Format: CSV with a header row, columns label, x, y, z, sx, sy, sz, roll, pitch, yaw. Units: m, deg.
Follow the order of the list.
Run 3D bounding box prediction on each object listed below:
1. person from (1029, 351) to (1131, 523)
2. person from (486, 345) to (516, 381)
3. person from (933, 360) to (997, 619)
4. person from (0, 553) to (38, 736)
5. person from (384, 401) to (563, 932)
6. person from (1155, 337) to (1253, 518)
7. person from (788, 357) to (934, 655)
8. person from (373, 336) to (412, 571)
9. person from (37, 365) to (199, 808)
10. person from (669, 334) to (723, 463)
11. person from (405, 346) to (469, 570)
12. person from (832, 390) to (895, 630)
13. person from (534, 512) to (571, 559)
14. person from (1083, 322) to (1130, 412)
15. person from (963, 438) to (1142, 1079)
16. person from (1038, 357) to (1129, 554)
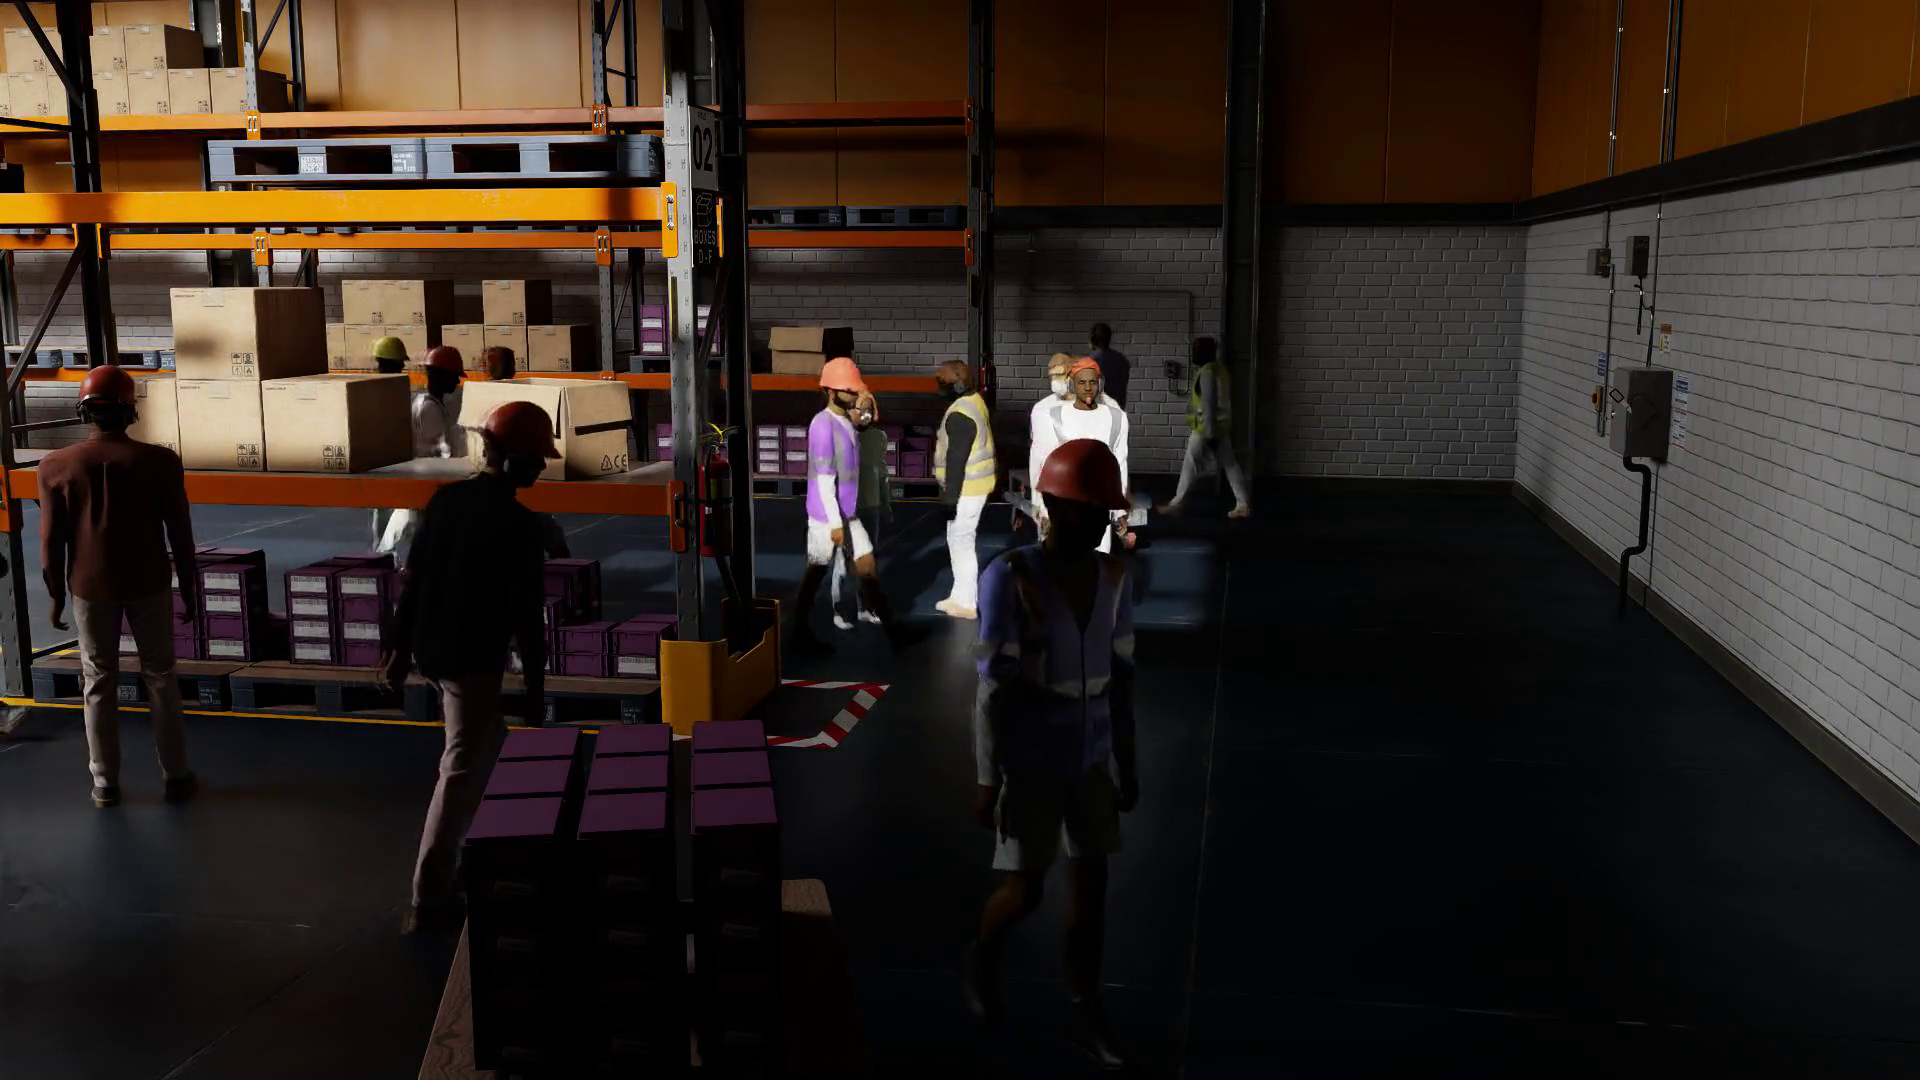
label,x,y,z,sx,sy,sz,roll,pitch,yaw
person,0.778,-0.284,10.883,0.651,1.901,0.528,5,11,30
person,-3.648,-0.558,12.725,0.750,1.857,0.593,-8,12,-39
person,0.034,-0.341,11.558,0.437,1.824,0.669,1,9,7
person,-5.228,0.068,8.543,1.010,1.941,0.632,1,9,8
person,-1.804,0.459,6.183,0.638,1.928,0.704,9,12,43
person,2.442,-1.090,16.243,0.965,1.794,0.688,5,10,28
person,-0.659,-0.180,10.292,0.972,1.882,0.559,2,9,15
person,-4.545,-0.673,13.278,0.446,1.904,0.599,-3,10,-21
person,-3.796,0.208,7.538,0.622,1.992,0.397,-4,10,-22
person,-2.446,-1.006,15.511,0.530,1.854,0.716,-7,11,-36
person,-3.545,-0.366,11.370,0.674,1.897,0.582,-2,9,-13
person,-0.681,-0.208,11.277,0.512,1.625,0.291,-8,12,-40
person,-2.711,-0.154,10.766,0.655,1.671,0.550,3,10,16
person,1.390,-1.181,16.370,0.639,1.939,0.399,-7,12,-37
person,0.286,0.647,5.023,0.601,1.923,0.590,-6,11,-32
person,0.770,-0.191,10.354,0.575,1.884,0.355,-2,9,-10
